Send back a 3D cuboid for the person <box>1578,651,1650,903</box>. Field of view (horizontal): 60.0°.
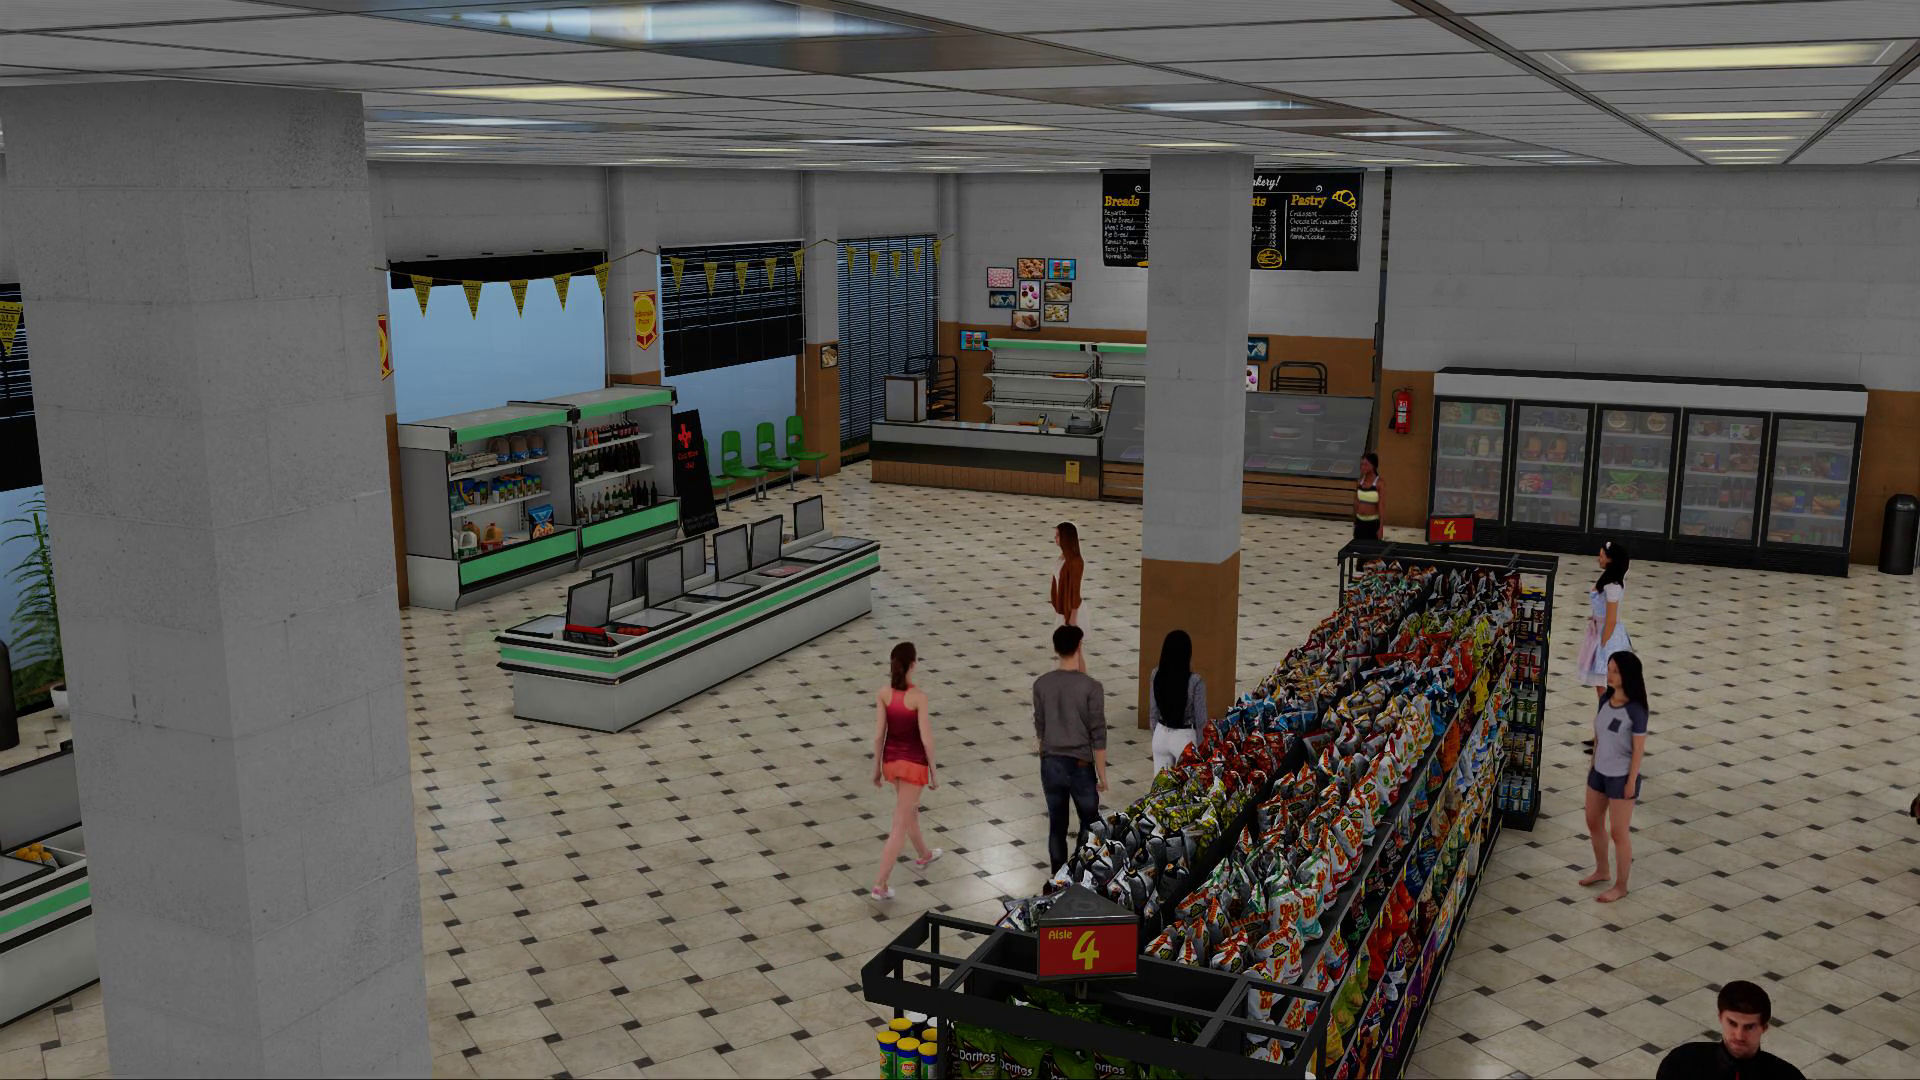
[{"bbox_3d":[4.414,1.564,11.176,0.739,1.707,0.664,-4,12,-17],"label":"person"}]

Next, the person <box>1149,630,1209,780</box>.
[{"bbox_3d":[1.514,1.462,11.620,0.650,1.724,0.590,9,15,38],"label":"person"}]

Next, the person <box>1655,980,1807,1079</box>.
[{"bbox_3d":[2.946,2.511,6.385,0.765,1.827,0.711,8,14,32],"label":"person"}]

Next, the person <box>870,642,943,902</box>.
[{"bbox_3d":[-0.409,1.576,11.124,0.642,1.705,1.194,7,14,29],"label":"person"}]

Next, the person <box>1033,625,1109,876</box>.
[{"bbox_3d":[0.671,1.532,10.903,0.708,1.881,0.731,6,13,25],"label":"person"}]

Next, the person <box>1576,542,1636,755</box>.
[{"bbox_3d":[5.438,0.910,14.014,0.772,1.817,0.676,4,13,19],"label":"person"}]

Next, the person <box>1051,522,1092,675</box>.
[{"bbox_3d":[1.042,0.672,15.391,0.760,1.716,0.685,-3,12,-13],"label":"person"}]

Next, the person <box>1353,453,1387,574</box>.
[{"bbox_3d":[4.763,-0.139,19.180,0.937,1.741,0.734,-12,17,-44],"label":"person"}]
